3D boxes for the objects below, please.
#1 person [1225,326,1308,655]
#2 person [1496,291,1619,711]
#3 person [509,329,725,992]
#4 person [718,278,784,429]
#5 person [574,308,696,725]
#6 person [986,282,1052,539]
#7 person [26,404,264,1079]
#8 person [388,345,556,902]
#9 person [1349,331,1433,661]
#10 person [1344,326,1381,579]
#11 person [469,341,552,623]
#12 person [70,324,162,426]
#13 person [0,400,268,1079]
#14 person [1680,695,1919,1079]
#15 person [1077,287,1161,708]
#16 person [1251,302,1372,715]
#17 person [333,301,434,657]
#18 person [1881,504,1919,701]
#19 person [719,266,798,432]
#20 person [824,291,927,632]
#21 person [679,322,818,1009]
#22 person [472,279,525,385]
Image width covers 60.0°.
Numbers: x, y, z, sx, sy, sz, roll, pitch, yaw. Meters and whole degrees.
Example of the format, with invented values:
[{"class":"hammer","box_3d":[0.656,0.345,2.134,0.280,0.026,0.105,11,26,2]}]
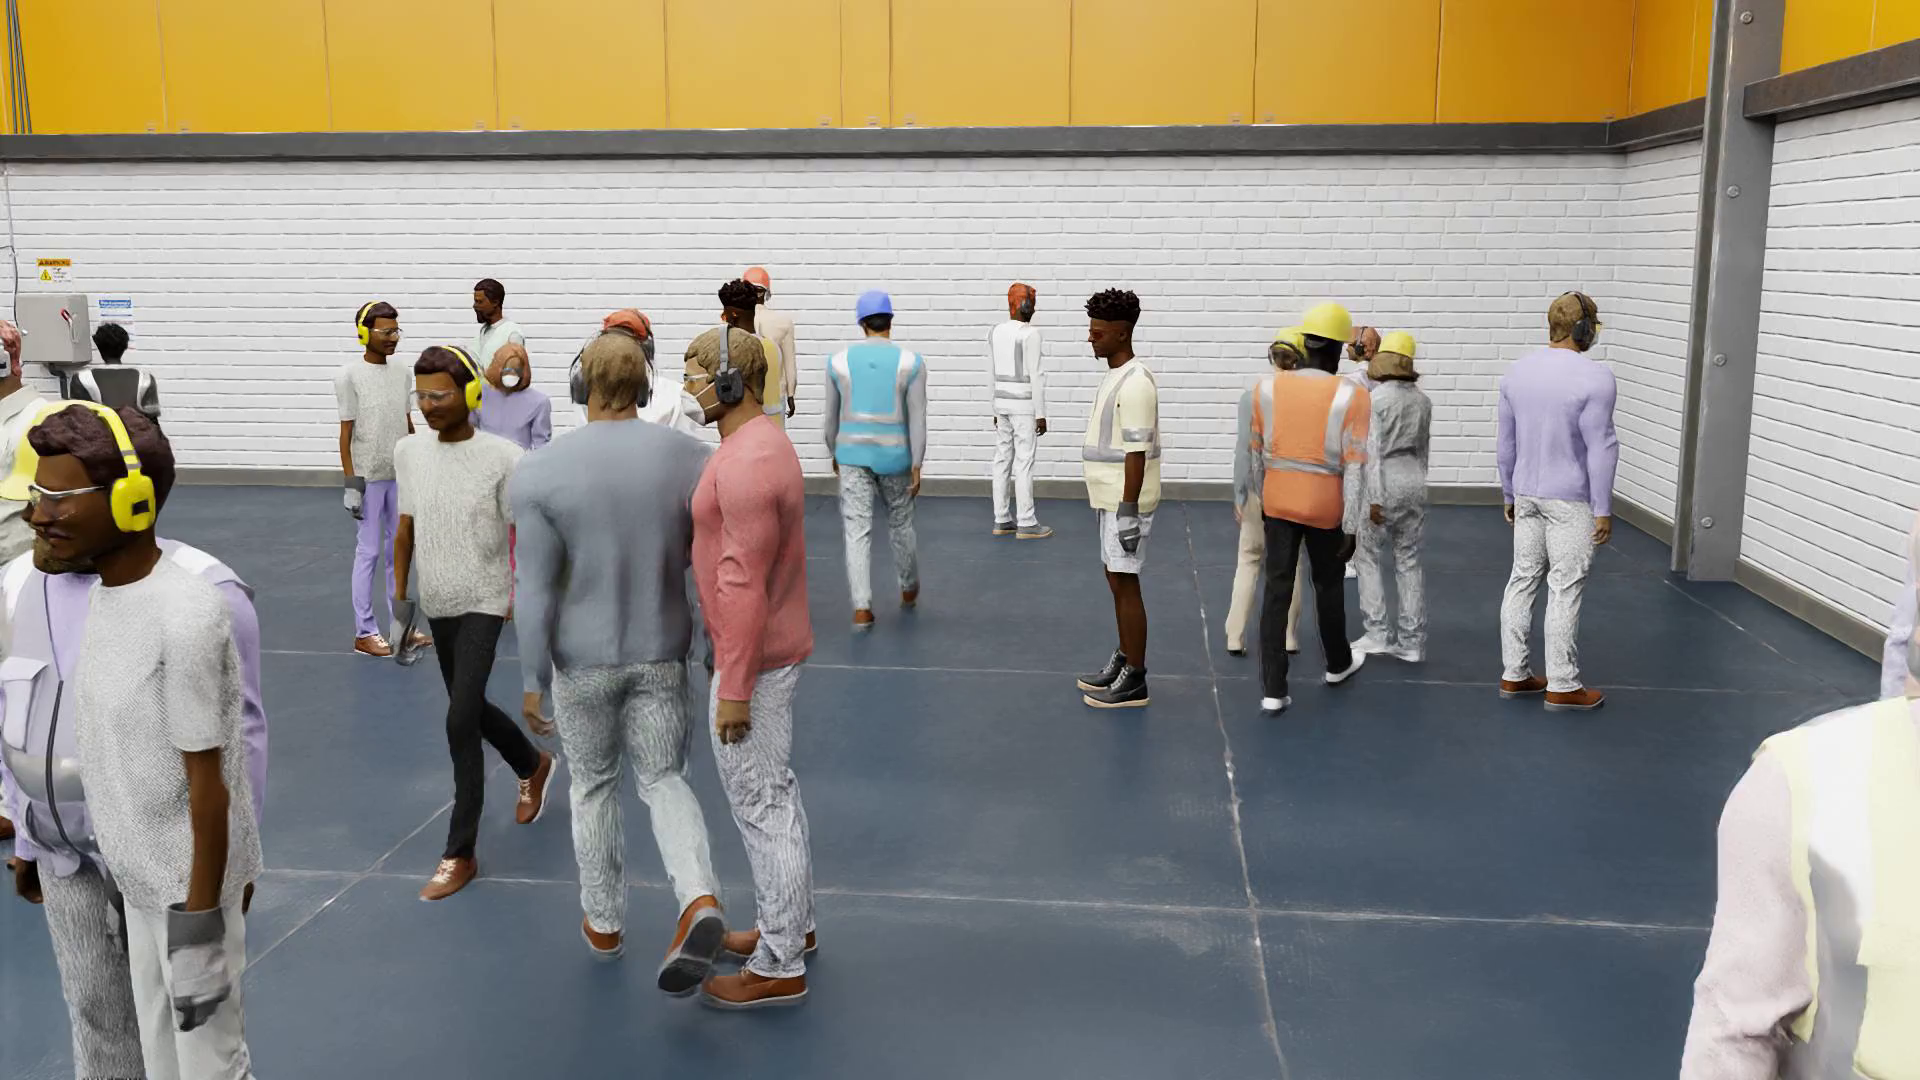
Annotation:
[{"class":"person","box_3d":[1.676,-0.255,8.759,0.551,1.730,0.457,-1,10,-7]},{"class":"person","box_3d":[2.769,-0.179,7.729,0.354,1.937,0.635,-5,11,-28]},{"class":"person","box_3d":[-0.939,0.355,4.782,0.642,1.912,0.787,-4,11,-23]},{"class":"person","box_3d":[-1.220,-0.525,9.641,0.373,1.962,0.605,3,10,16]},{"class":"person","box_3d":[-1.412,-0.065,7.260,0.581,1.878,0.344,2,10,14]},{"class":"person","box_3d":[0.433,-0.955,12.321,0.355,1.887,0.574,-8,13,-38]},{"class":"person","box_3d":[-1.476,0.671,3.099,0.510,1.863,0.325,10,14,44]},{"class":"person","box_3d":[-1.669,0.226,5.783,0.521,1.830,0.926,3,10,18]},{"class":"person","box_3d":[2.277,-0.228,8.665,0.499,1.702,0.514,-5,11,-25]},{"class":"person","box_3d":[2.597,-0.564,10.789,0.309,1.641,0.514,5,11,28]},{"class":"person","box_3d":[-2.596,-0.323,9.456,0.562,1.609,0.375,-2,10,-12]},{"class":"person","box_3d":[-5.499,-0.582,10.875,0.534,1.652,0.876,-9,13,-42]},{"class":"person","box_3d":[-1.744,0.618,3.480,0.592,1.828,0.404,2,10,12]},{"class":"person","box_3d":[1.195,0.891,1.991,0.636,1.805,0.887,5,11,26]},{"class":"person","box_3d":[0.748,-0.195,7.780,0.374,1.958,0.607,-1,10,-3]},{"class":"person","box_3d":[1.656,-0.162,7.808,0.597,1.878,0.937,5,11,28]},{"class":"person","box_3d":[-3.036,-0.317,8.754,0.326,1.862,0.508,5,11,27]},{"class":"person","box_3d":[2.507,0.525,4.012,0.429,1.837,0.630,-5,11,-27]},{"class":"person","box_3d":[-1.587,-1.149,13.118,0.609,1.995,0.378,-2,10,-11]},{"class":"person","box_3d":[-0.478,-0.472,9.546,0.600,1.883,0.949,0,10,3]},{"class":"person","box_3d":[-0.598,0.351,4.746,0.362,1.929,0.629,-1,10,-5]},{"class":"person","box_3d":[-3.349,-0.945,12.175,0.372,1.916,0.597,-9,13,-42]}]
